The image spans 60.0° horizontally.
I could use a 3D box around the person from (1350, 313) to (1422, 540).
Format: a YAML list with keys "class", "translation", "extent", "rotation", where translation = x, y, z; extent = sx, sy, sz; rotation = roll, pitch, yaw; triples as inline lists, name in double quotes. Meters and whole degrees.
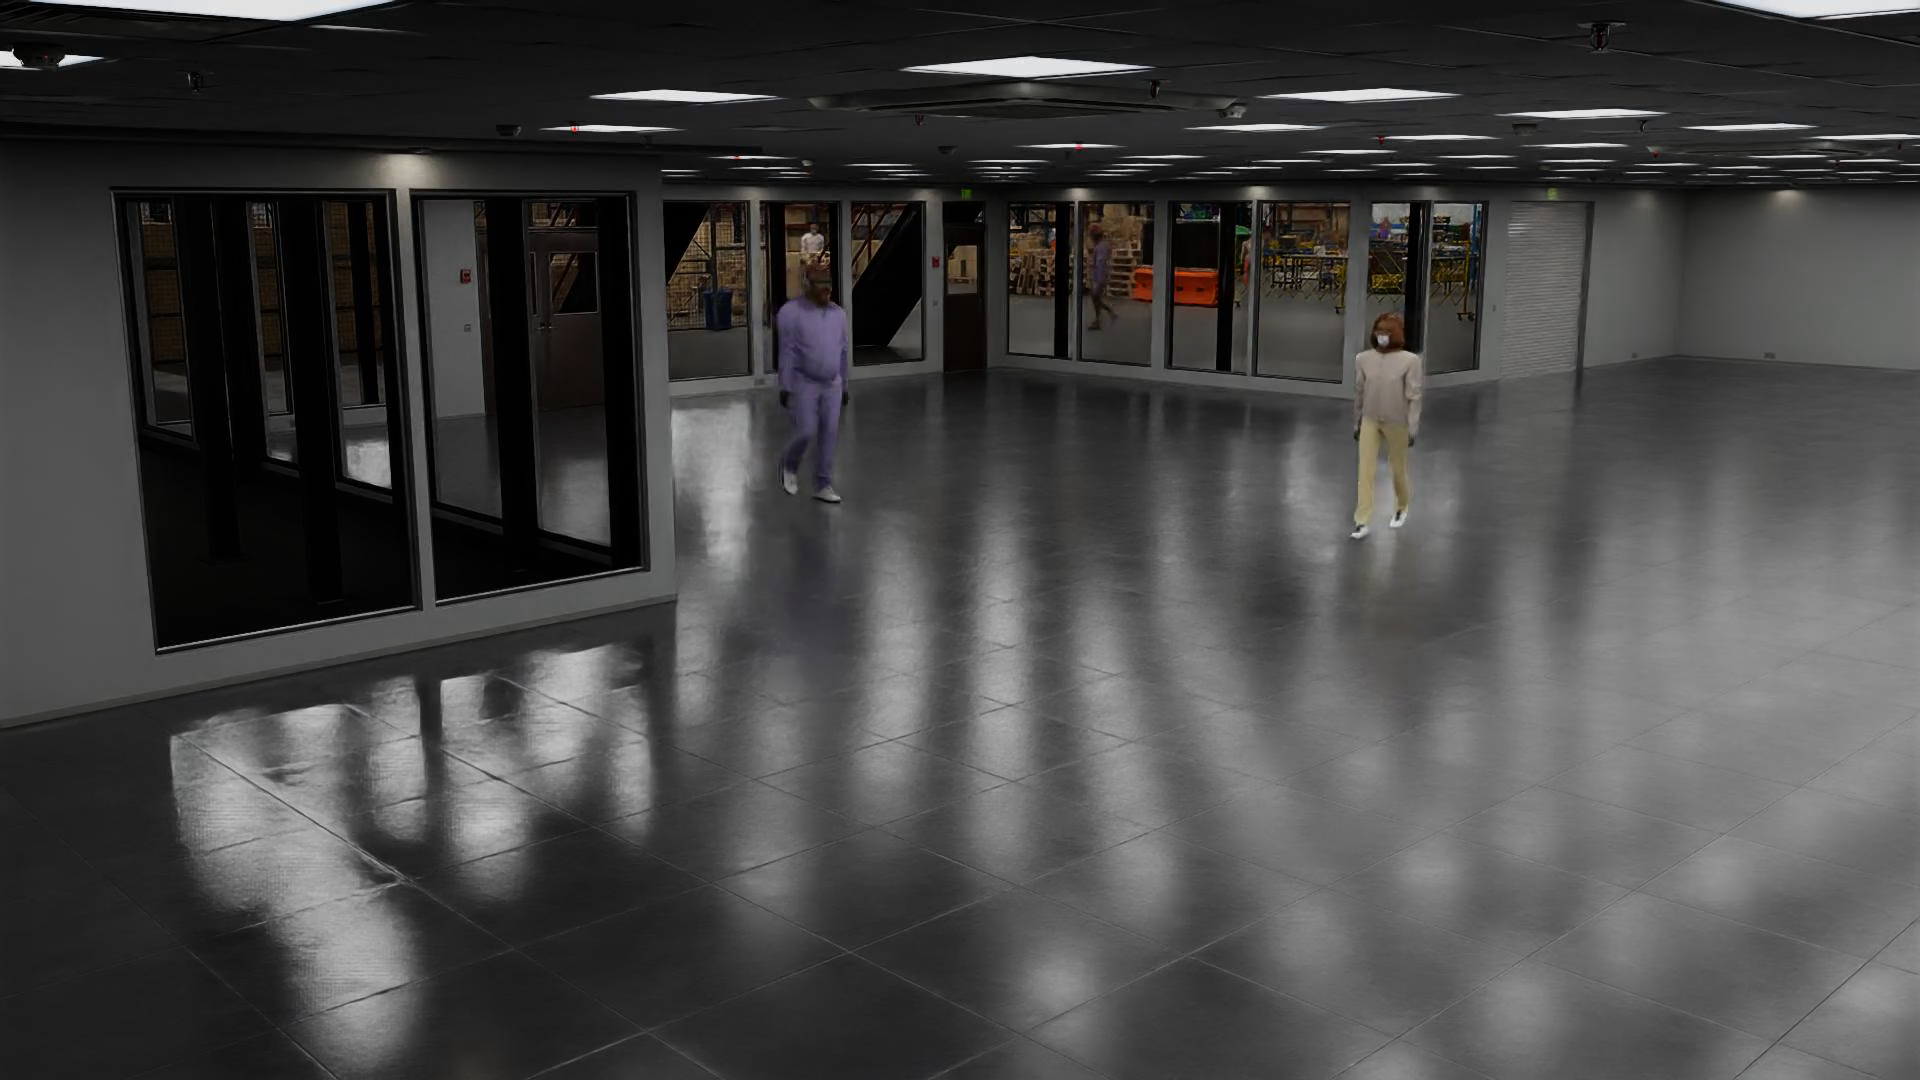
- class: "person"
  translation: [3.066, -0.833, 11.929]
  extent: [0.511, 1.593, 0.839]
  rotation: [7, 13, 31]

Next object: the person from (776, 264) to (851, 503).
- class: "person"
  translation: [-1.156, -1.240, 13.202]
  extent: [0.676, 1.891, 0.474]
  rotation: [-9, 15, -39]

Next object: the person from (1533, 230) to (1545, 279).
- class: "person"
  translation: [18.085, -8.893, 51.730]
  extent: [0.592, 1.833, 0.652]
  rotation: [-7, 14, -33]
